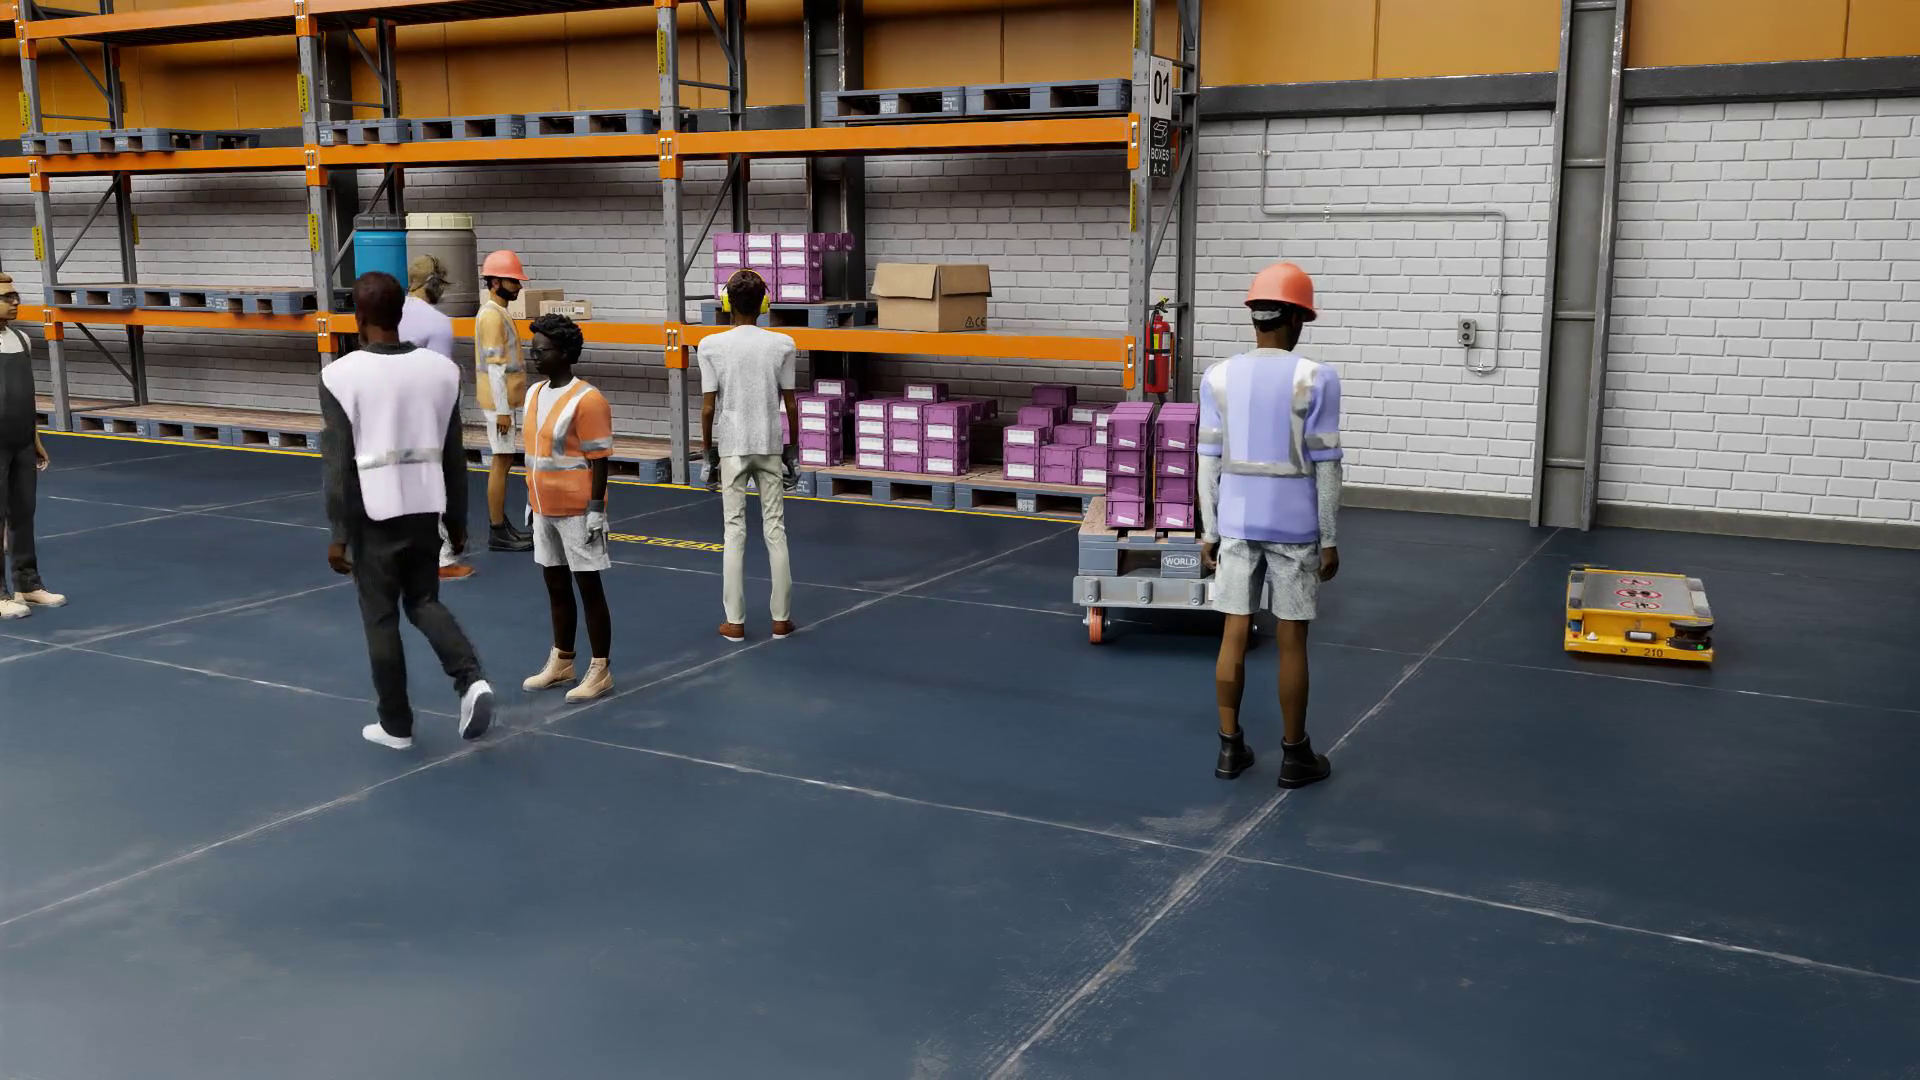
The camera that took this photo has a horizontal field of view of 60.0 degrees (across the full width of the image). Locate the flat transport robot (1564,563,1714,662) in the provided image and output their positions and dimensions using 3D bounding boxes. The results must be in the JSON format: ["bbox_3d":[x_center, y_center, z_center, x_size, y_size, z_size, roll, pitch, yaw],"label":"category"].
[{"bbox_3d":[3.456,0.350,8.506,0.652,0.197,1.431,4,11,20],"label":"flat transport robot"}]

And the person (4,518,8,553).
[{"bbox_3d":[-6.081,-0.785,10.022,0.623,2.005,0.941,-3,11,-15],"label":"person"}]

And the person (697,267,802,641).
[{"bbox_3d":[-1.049,-0.421,8.350,0.510,1.872,0.328,-2,11,-13],"label":"person"}]

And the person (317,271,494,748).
[{"bbox_3d":[-2.163,-0.090,6.477,0.588,1.901,0.594,9,13,39],"label":"person"}]

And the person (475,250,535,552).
[{"bbox_3d":[-2.934,-0.895,10.765,0.363,1.934,0.552,-2,11,-13],"label":"person"}]

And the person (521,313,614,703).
[{"bbox_3d":[-1.730,-0.139,7.278,0.542,1.695,0.316,9,14,40],"label":"person"}]

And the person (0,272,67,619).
[{"bbox_3d":[-5.108,-0.506,8.902,0.380,1.849,0.519,2,10,10],"label":"person"}]

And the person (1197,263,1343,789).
[{"bbox_3d":[1.151,-0.048,6.150,0.542,1.927,0.381,6,12,31],"label":"person"}]

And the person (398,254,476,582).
[{"bbox_3d":[-3.219,-0.697,9.737,0.763,1.917,0.524,8,13,38],"label":"person"}]
